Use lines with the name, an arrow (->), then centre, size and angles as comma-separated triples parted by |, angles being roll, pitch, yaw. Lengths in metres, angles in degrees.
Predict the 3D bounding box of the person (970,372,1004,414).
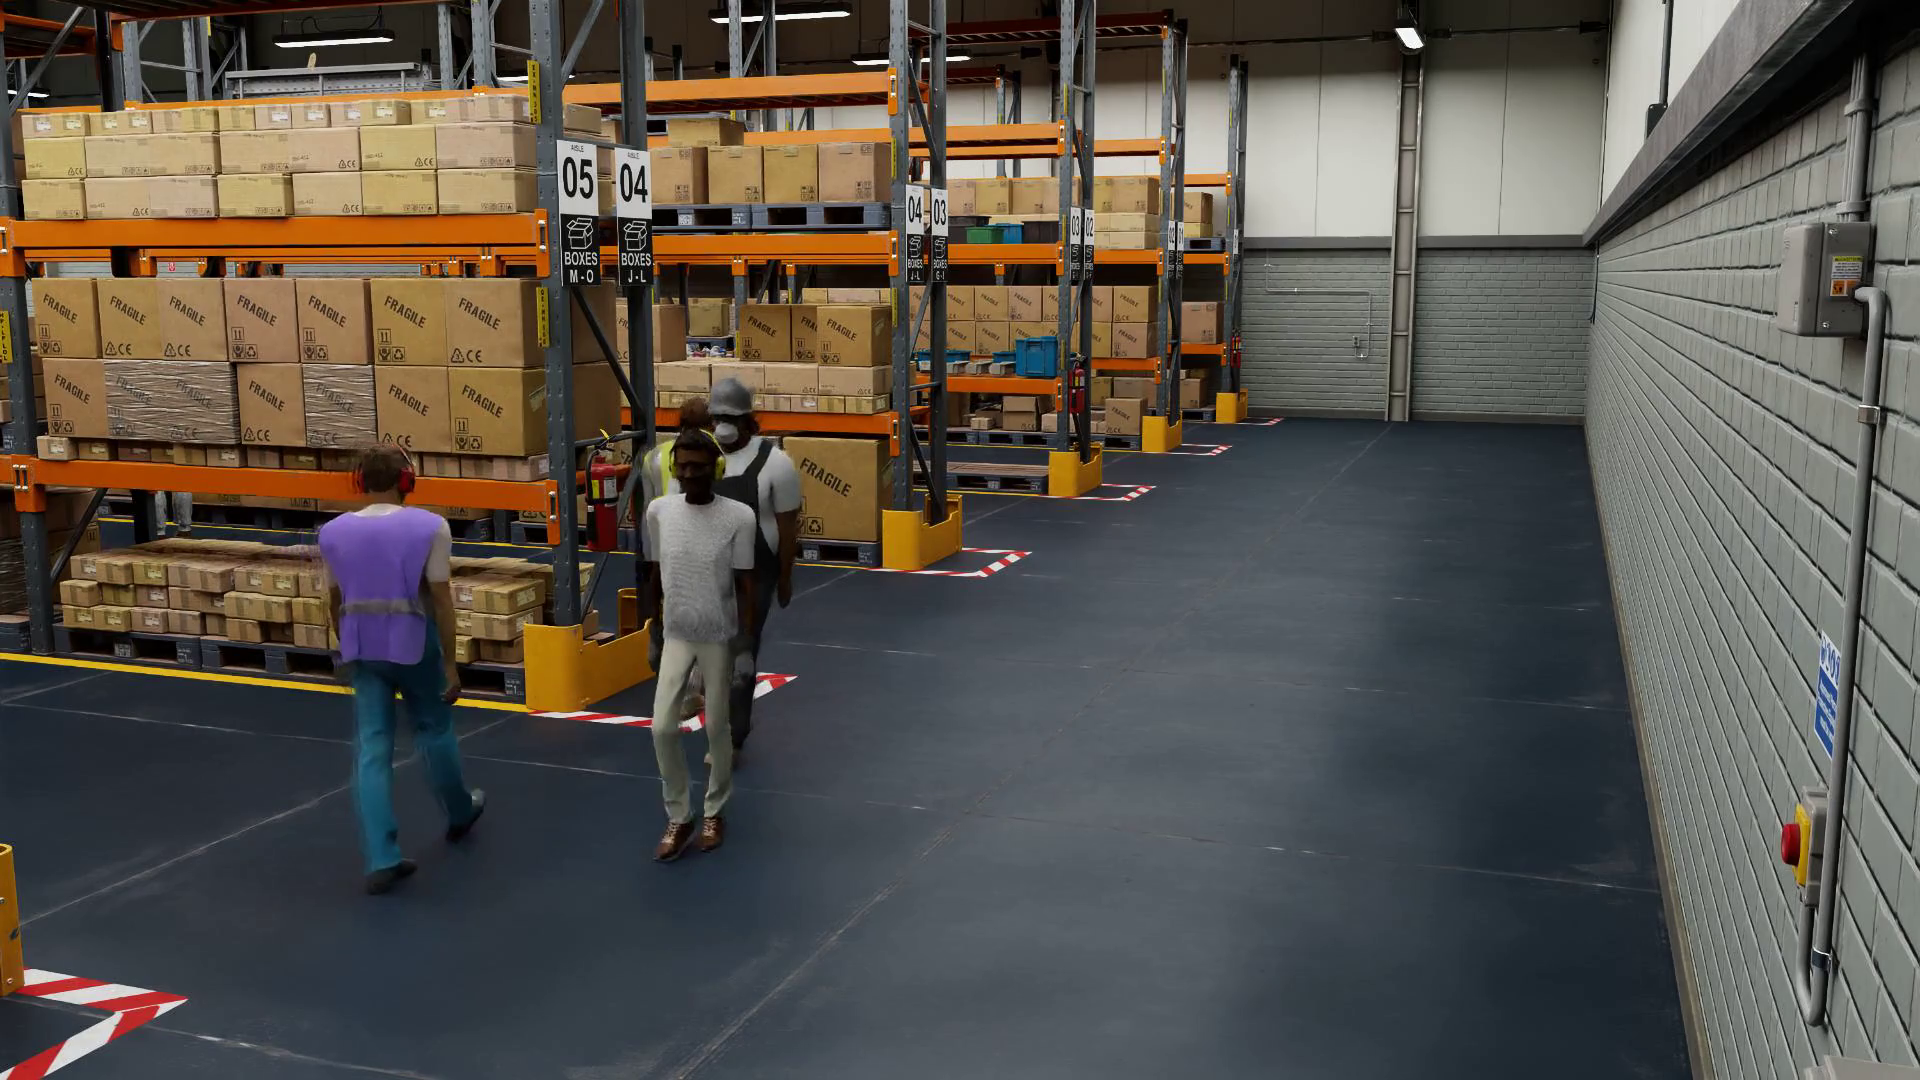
person -> 0.391, -2.680, 26.395 | 1.073, 1.939, 0.610 | 4, 10, 24

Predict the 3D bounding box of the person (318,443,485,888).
person -> -2.343, 0.487, 7.038 | 0.586, 1.791, 0.953 | 0, 9, 3

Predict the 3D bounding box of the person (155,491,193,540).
person -> -7.423, -0.924, 15.423 | 0.372, 1.934, 0.627 | 7, 11, 37

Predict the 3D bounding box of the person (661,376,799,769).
person -> -1.210, 0.112, 8.622 | 0.683, 2.000, 1.023 | 3, 9, 16

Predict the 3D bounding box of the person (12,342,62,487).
person -> -7.716, -0.707, 14.036 | 0.514, 1.951, 0.618 | 2, 9, 14

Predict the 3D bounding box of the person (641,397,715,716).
person -> -1.478, 0.066, 9.684 | 0.653, 1.788, 0.971 | 3, 9, 16

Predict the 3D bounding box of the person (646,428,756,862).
person -> -1.124, 0.451, 7.067 | 0.528, 1.851, 0.629 | 1, 9, 9
